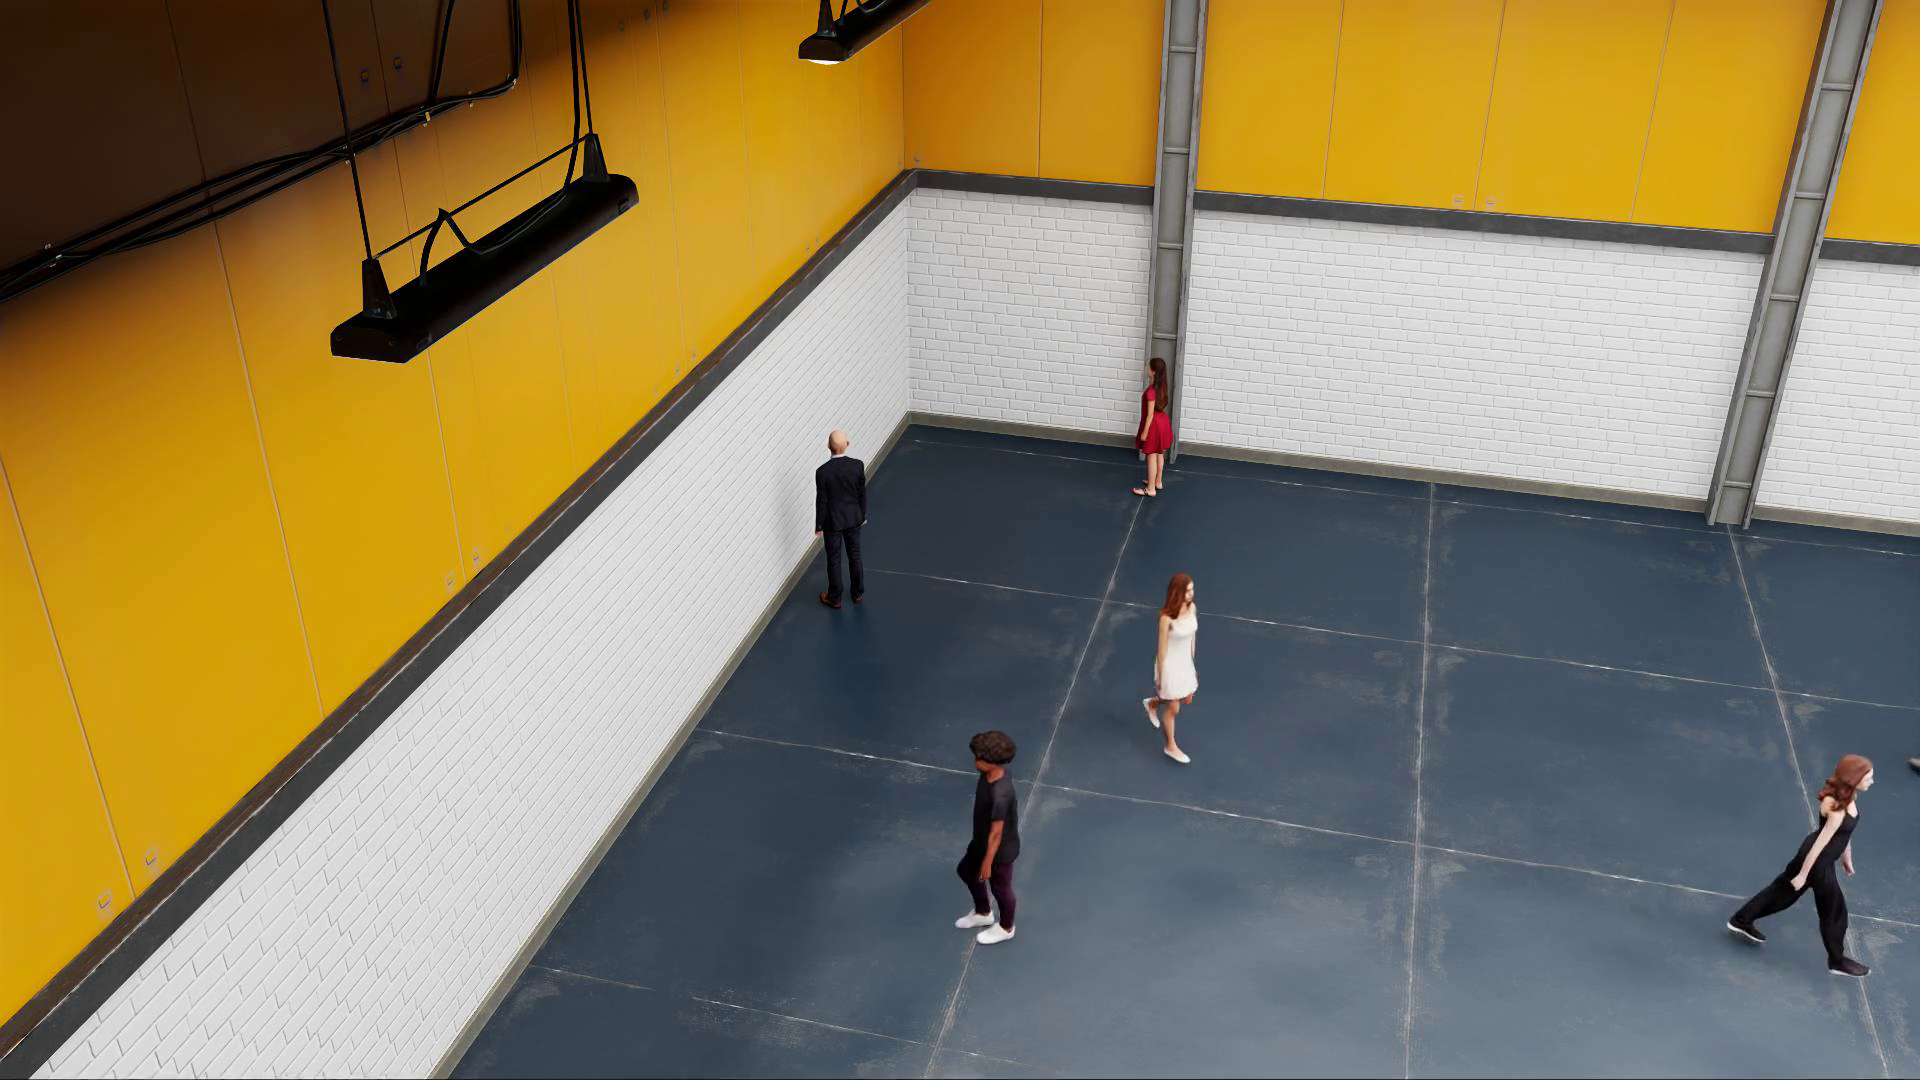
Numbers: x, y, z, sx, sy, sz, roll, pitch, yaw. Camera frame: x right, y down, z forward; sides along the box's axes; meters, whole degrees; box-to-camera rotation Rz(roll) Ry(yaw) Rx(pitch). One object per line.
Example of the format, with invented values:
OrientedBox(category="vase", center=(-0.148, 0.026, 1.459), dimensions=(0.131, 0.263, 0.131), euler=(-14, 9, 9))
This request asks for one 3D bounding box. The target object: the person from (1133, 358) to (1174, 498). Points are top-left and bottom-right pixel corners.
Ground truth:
OrientedBox(category="person", center=(2.069, -1.216, 17.670), dimensions=(0.668, 1.554, 0.606), euler=(15, 32, 26))

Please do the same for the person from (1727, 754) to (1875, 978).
OrientedBox(category="person", center=(5.742, 2.160, 11.336), dimensions=(1.209, 1.694, 0.824), euler=(17, 33, 29))

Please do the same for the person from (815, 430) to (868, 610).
OrientedBox(category="person", center=(-1.108, -0.197, 15.545), dimensions=(0.754, 1.800, 0.824), euler=(-14, 32, -24))

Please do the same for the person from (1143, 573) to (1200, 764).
OrientedBox(category="person", center=(1.671, 0.990, 13.478), dimensions=(0.845, 1.697, 0.949), euler=(-20, 34, -32))

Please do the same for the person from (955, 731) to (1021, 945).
OrientedBox(category="person", center=(0.311, 2.048, 11.462), dimensions=(0.797, 1.768, 0.775), euler=(-6, 29, -11))
